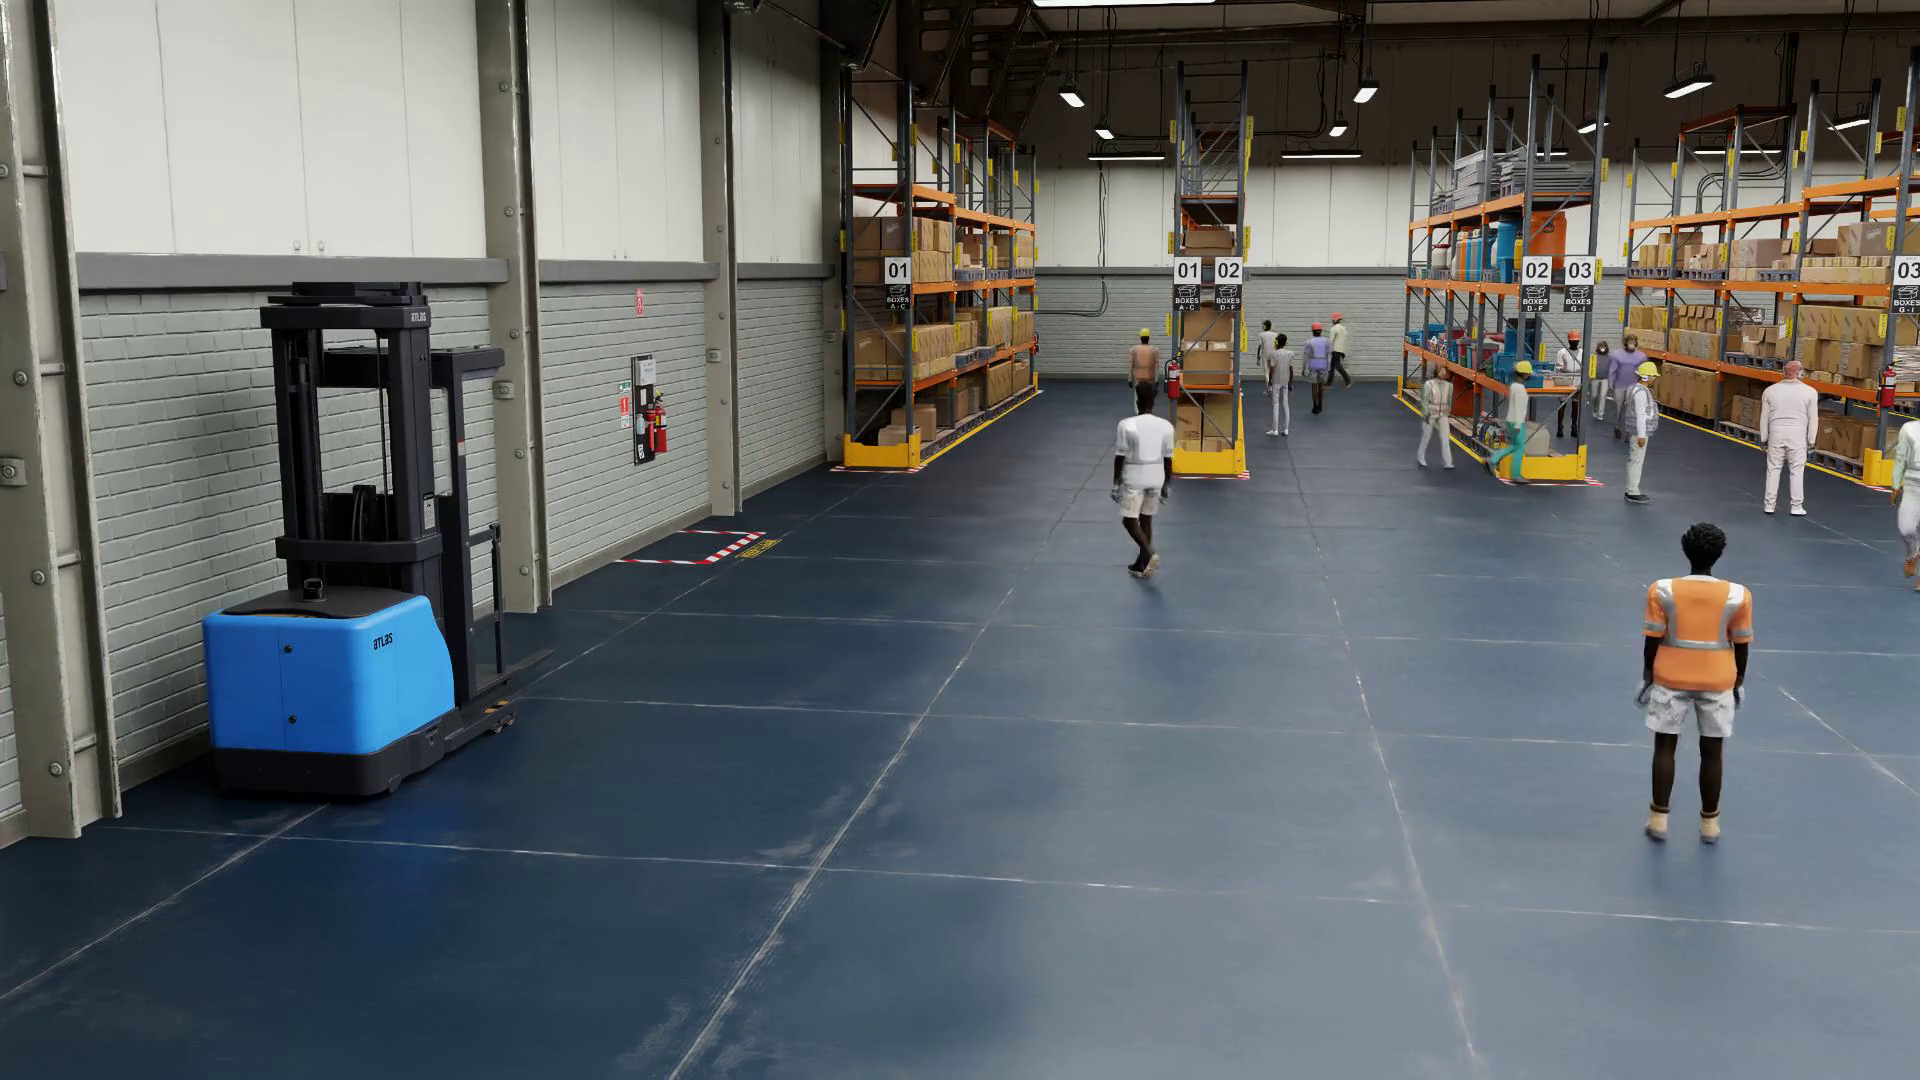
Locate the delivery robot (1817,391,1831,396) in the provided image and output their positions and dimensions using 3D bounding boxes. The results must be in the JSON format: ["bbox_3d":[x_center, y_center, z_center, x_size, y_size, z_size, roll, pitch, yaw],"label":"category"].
[{"bbox_3d":[20.153,-3.578,38.836,0.707,0.478,0.477,0,9,-1],"label":"delivery robot"}]

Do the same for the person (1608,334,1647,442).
[{"bbox_3d":[11.859,-2.725,29.609,0.634,1.910,0.903,3,10,19],"label":"person"}]

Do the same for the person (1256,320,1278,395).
[{"bbox_3d":[7.477,-4.418,40.289,0.562,1.835,0.802,-2,9,-12],"label":"person"}]

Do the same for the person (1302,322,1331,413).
[{"bbox_3d":[7.539,-3.666,35.333,0.577,1.918,0.701,-1,9,-4],"label":"person"}]

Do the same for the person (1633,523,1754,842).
[{"bbox_3d":[3.867,0.756,8.787,0.569,1.695,0.342,3,10,21],"label":"person"}]

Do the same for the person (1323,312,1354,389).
[{"bbox_3d":[9.661,-4.824,42.369,0.944,1.963,0.606,7,12,39],"label":"person"}]

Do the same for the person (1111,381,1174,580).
[{"bbox_3d":[1.805,-0.569,16.180,0.619,1.944,0.720,-4,10,-22],"label":"person"}]

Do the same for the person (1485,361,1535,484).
[{"bbox_3d":[7.822,-1.674,23.572,0.542,1.747,0.531,1,9,6],"label":"person"}]

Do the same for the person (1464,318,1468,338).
[{"bbox_3d":[12.146,-4.336,39.611,0.662,1.887,0.467,-2,9,-11],"label":"person"}]

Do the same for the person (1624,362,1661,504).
[{"bbox_3d":[8.896,-1.410,21.711,0.403,1.827,0.601,3,10,17],"label":"person"}]

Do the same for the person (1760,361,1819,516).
[{"bbox_3d":[10.228,-1.256,20.530,0.645,1.905,0.400,7,12,37],"label":"person"}]

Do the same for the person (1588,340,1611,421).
[{"bbox_3d":[13.000,-3.256,33.760,0.506,1.614,0.640,3,10,20],"label":"person"}]

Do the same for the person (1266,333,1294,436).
[{"bbox_3d":[5.865,-2.857,30.508,0.532,1.871,0.319,-3,10,-19],"label":"person"}]

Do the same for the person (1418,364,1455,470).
[{"bbox_3d":[7.277,-1.891,25.419,0.514,1.595,0.873,-1,9,-8],"label":"person"}]

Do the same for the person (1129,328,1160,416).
[{"bbox_3d":[3.565,-3.156,32.258,0.591,1.909,0.623,1,9,7],"label":"person"}]

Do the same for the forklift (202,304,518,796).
[{"bbox_3d":[-3.673,-0.038,10.147,1.129,2.768,1.873,1,9,9],"label":"forklift"}]

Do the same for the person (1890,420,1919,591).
[{"bbox_3d":[9.147,-0.487,15.688,0.634,1.931,0.541,7,11,35],"label":"person"}]

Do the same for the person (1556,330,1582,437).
[{"bbox_3d":[11.117,-2.847,30.240,0.552,1.937,0.356,1,9,6],"label":"person"}]
